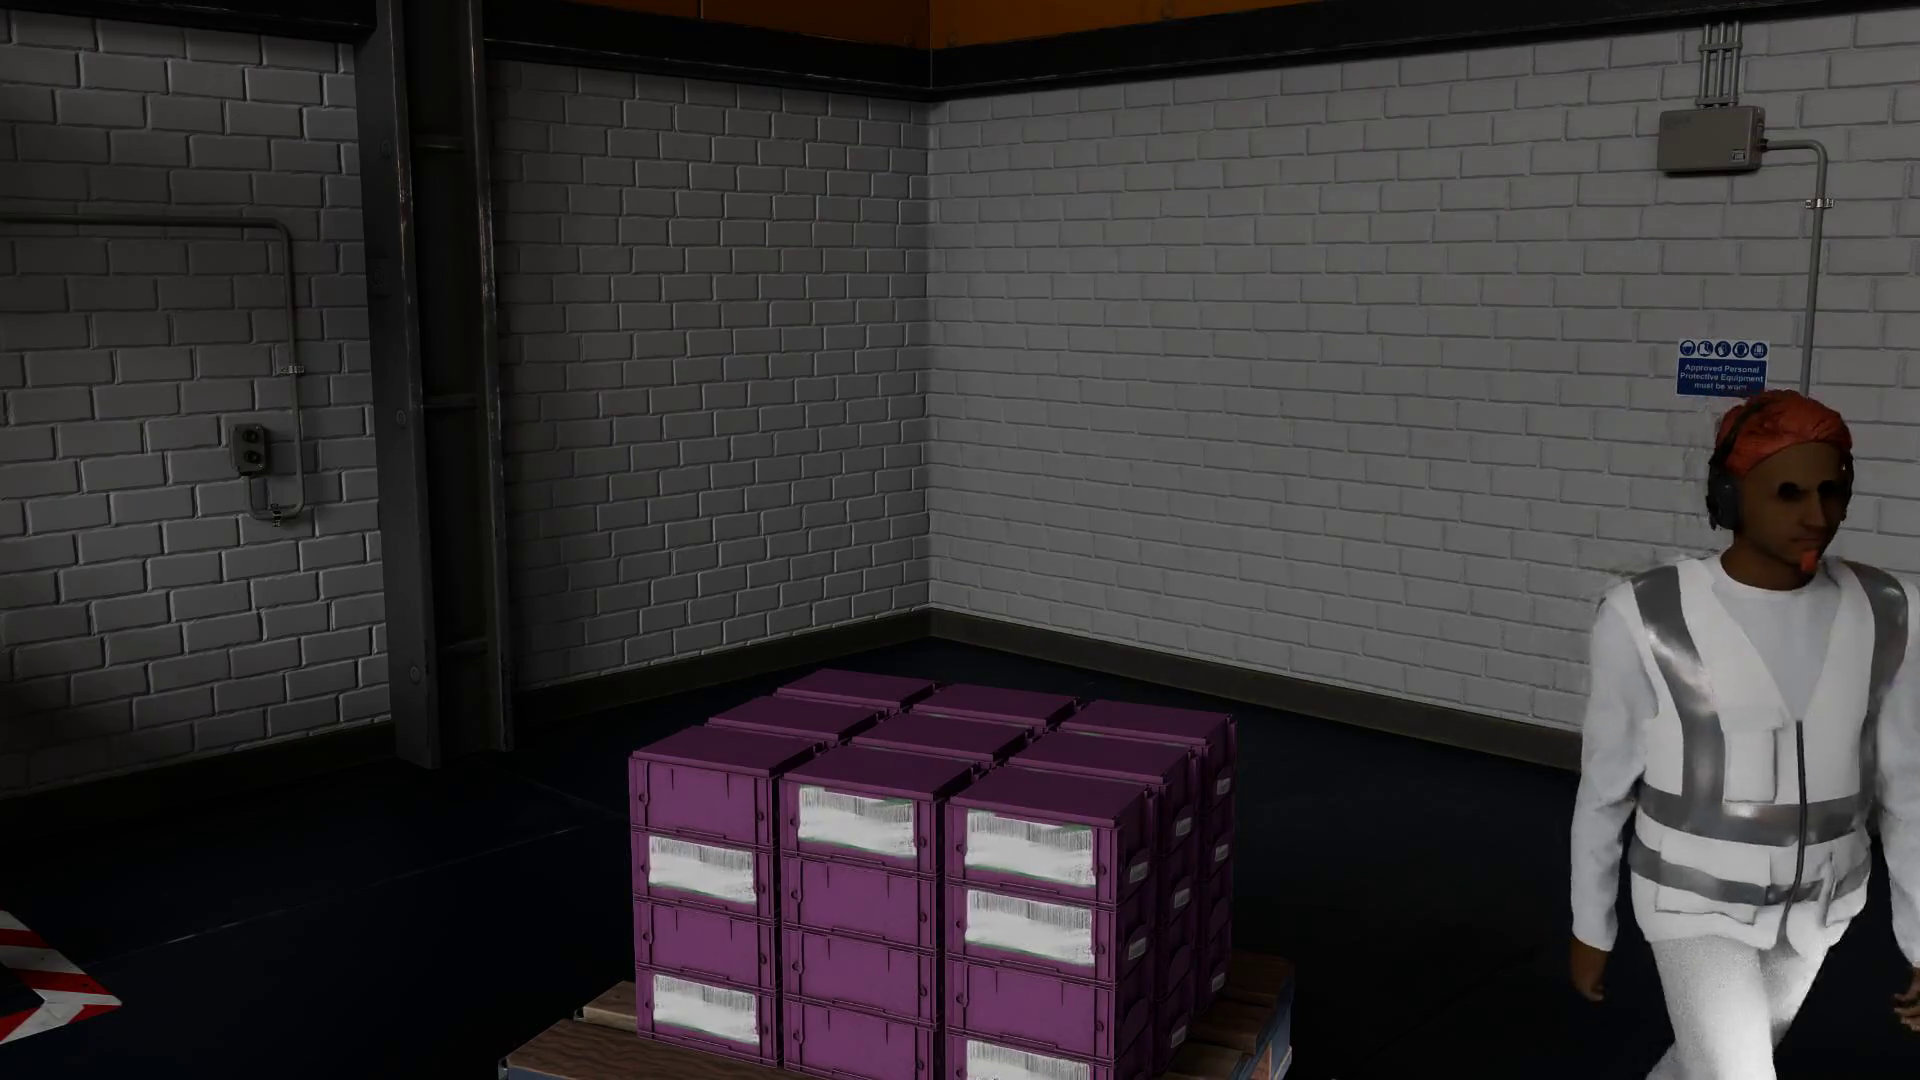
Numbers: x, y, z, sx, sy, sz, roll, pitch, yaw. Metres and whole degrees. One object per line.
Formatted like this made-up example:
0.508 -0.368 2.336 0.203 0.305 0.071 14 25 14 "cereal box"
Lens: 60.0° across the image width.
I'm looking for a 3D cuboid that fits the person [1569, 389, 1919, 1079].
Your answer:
1.378 0.639 2.973 0.594 1.841 1.022 -1 9 -6 "person"
